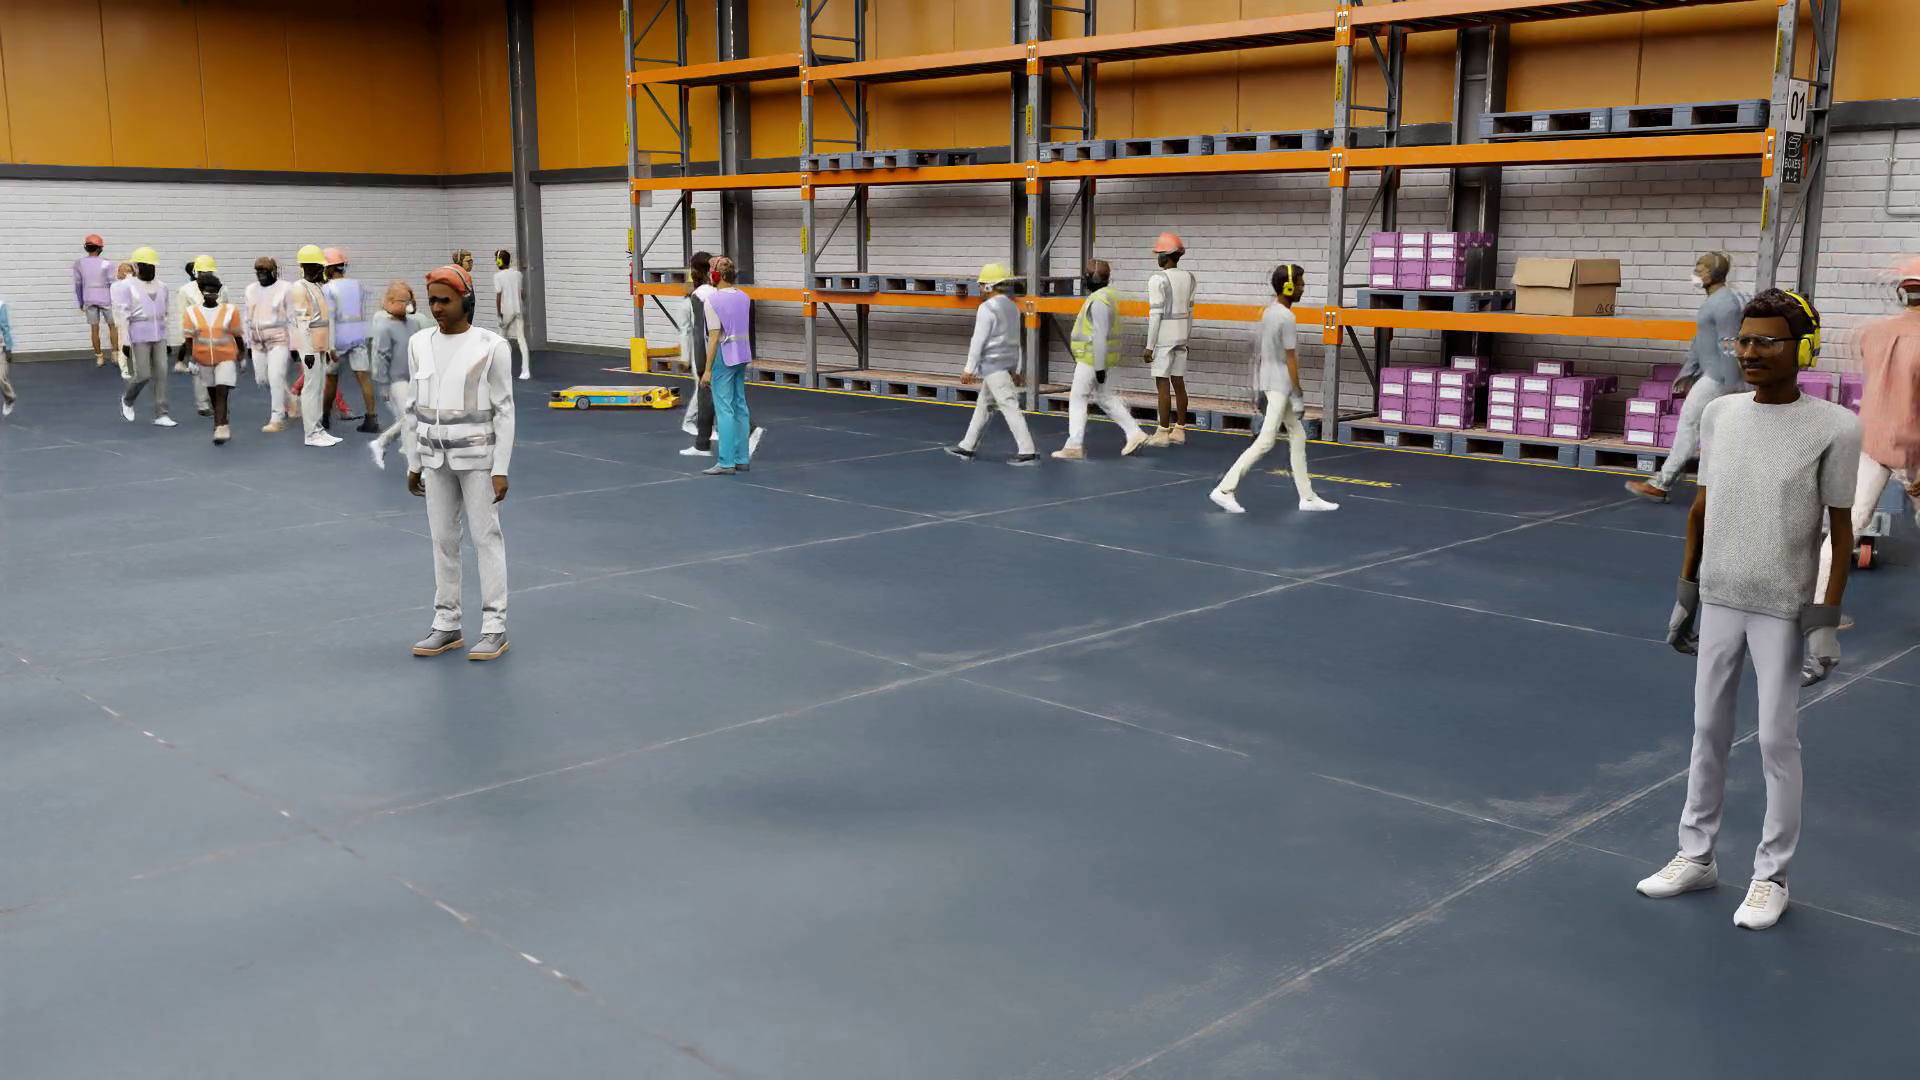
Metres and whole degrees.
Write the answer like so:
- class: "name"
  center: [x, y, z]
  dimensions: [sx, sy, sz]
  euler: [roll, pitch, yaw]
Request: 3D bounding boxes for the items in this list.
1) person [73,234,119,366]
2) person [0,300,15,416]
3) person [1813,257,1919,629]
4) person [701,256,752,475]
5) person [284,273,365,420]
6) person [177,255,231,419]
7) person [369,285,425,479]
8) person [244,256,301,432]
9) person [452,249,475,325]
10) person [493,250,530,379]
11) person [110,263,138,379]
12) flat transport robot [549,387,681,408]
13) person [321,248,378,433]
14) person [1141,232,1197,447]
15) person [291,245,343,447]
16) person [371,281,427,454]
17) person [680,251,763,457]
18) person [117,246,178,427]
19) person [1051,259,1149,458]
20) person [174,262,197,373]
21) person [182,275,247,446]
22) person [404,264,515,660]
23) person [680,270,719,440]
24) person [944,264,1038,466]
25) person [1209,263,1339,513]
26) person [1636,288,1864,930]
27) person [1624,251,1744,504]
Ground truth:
- class: "person"
  center: [-13.312, -3.692, 25.699]
  dimensions: [0.632, 2.036, 0.439]
  euler: [-2, 11, -12]
- class: "person"
  center: [-10.471, -2.053, 17.915]
  dimensions: [0.528, 1.616, 0.655]
  euler: [-3, 11, -15]
- class: "person"
  center: [4.815, -0.484, 8.509]
  dimensions: [1.071, 1.931, 0.601]
  euler: [-4, 11, -22]
- class: "person"
  center: [-1.968, -1.467, 14.069]
  dimensions: [0.390, 1.847, 0.562]
  euler: [5, 12, 26]
- class: "person"
  center: [-7.060, -2.159, 18.236]
  dimensions: [0.943, 1.710, 0.529]
  euler: [0, 10, 1]
- class: "person"
  center: [-8.297, -2.238, 18.386]
  dimensions: [0.469, 1.808, 0.663]
  euler: [7, 12, 33]
- class: "person"
  center: [-4.683, -1.316, 13.870]
  dimensions: [0.625, 1.614, 0.511]
  euler: [3, 11, 18]
- class: "person"
  center: [-7.136, -2.048, 17.363]
  dimensions: [0.630, 1.814, 0.691]
  euler: [3, 11, 16]
- class: "person"
  center: [-6.128, -2.654, 20.547]
  dimensions: [0.346, 1.847, 0.506]
  euler: [-1, 10, -4]
- class: "person"
  center: [-6.401, -3.192, 23.592]
  dimensions: [0.528, 1.804, 1.026]
  euler: [-9, 14, -41]
- class: "person"
  center: [-11.793, -3.113, 23.632]
  dimensions: [0.269, 1.632, 0.509]
  euler: [6, 12, 28]
- class: "flat transport robot"
  center: [-4.051, -1.688, 19.577]
  dimensions: [1.431, 0.197, 0.652]
  euler: [0, 10, 0]
- class: "person"
  center: [-6.401, -2.055, 17.170]
  dimensions: [1.019, 1.873, 0.557]
  euler: [7, 13, 34]
- class: "person"
  center: [1.994, -1.912, 15.974]
  dimensions: [0.608, 2.040, 0.365]
  euler: [-10, 14, -43]
- class: "person"
  center: [-6.210, -1.866, 16.027]
  dimensions: [0.367, 1.927, 0.590]
  euler: [-1, 10, -7]
- class: "person"
  center: [-5.060, -1.549, 15.163]
  dimensions: [0.525, 1.609, 0.657]
  euler: [-9, 14, -42]
- class: "person"
  center: [-2.192, -1.668, 15.092]
  dimensions: [0.831, 1.888, 0.592]
  euler: [3, 11, 18]
- class: "person"
  center: [-8.651, -2.155, 17.646]
  dimensions: [0.618, 1.907, 0.600]
  euler: [5, 12, 27]
- class: "person"
  center: [1.296, -1.636, 15.103]
  dimensions: [0.846, 1.821, 0.626]
  euler: [2, 11, 13]
- class: "person"
  center: [-11.250, -3.257, 24.386]
  dimensions: [0.734, 1.642, 0.527]
  euler: [4, 11, 21]
- class: "person"
  center: [-7.223, -1.744, 16.138]
  dimensions: [0.538, 1.632, 0.869]
  euler: [-2, 11, -12]
- class: "person"
  center: [-2.399, -0.364, 7.958]
  dimensions: [0.574, 1.884, 0.356]
  euler: [3, 11, 17]
- class: "person"
  center: [-2.579, -1.869, 16.643]
  dimensions: [0.611, 1.742, 0.500]
  euler: [6, 12, 30]
- class: "person"
  center: [0.299, -1.546, 14.728]
  dimensions: [0.978, 1.775, 0.586]
  euler: [5, 11, 24]
- class: "person"
  center: [2.295, -1.090, 12.098]
  dimensions: [0.965, 1.825, 0.535]
  euler: [-1, 10, -4]
- class: "person"
  center: [2.337, 0.204, 4.896]
  dimensions: [0.328, 1.873, 0.518]
  euler: [-7, 13, -35]
- class: "person"
  center: [5.562, -1.194, 12.447]
  dimensions: [1.033, 1.888, 0.631]
  euler: [5, 11, 23]
